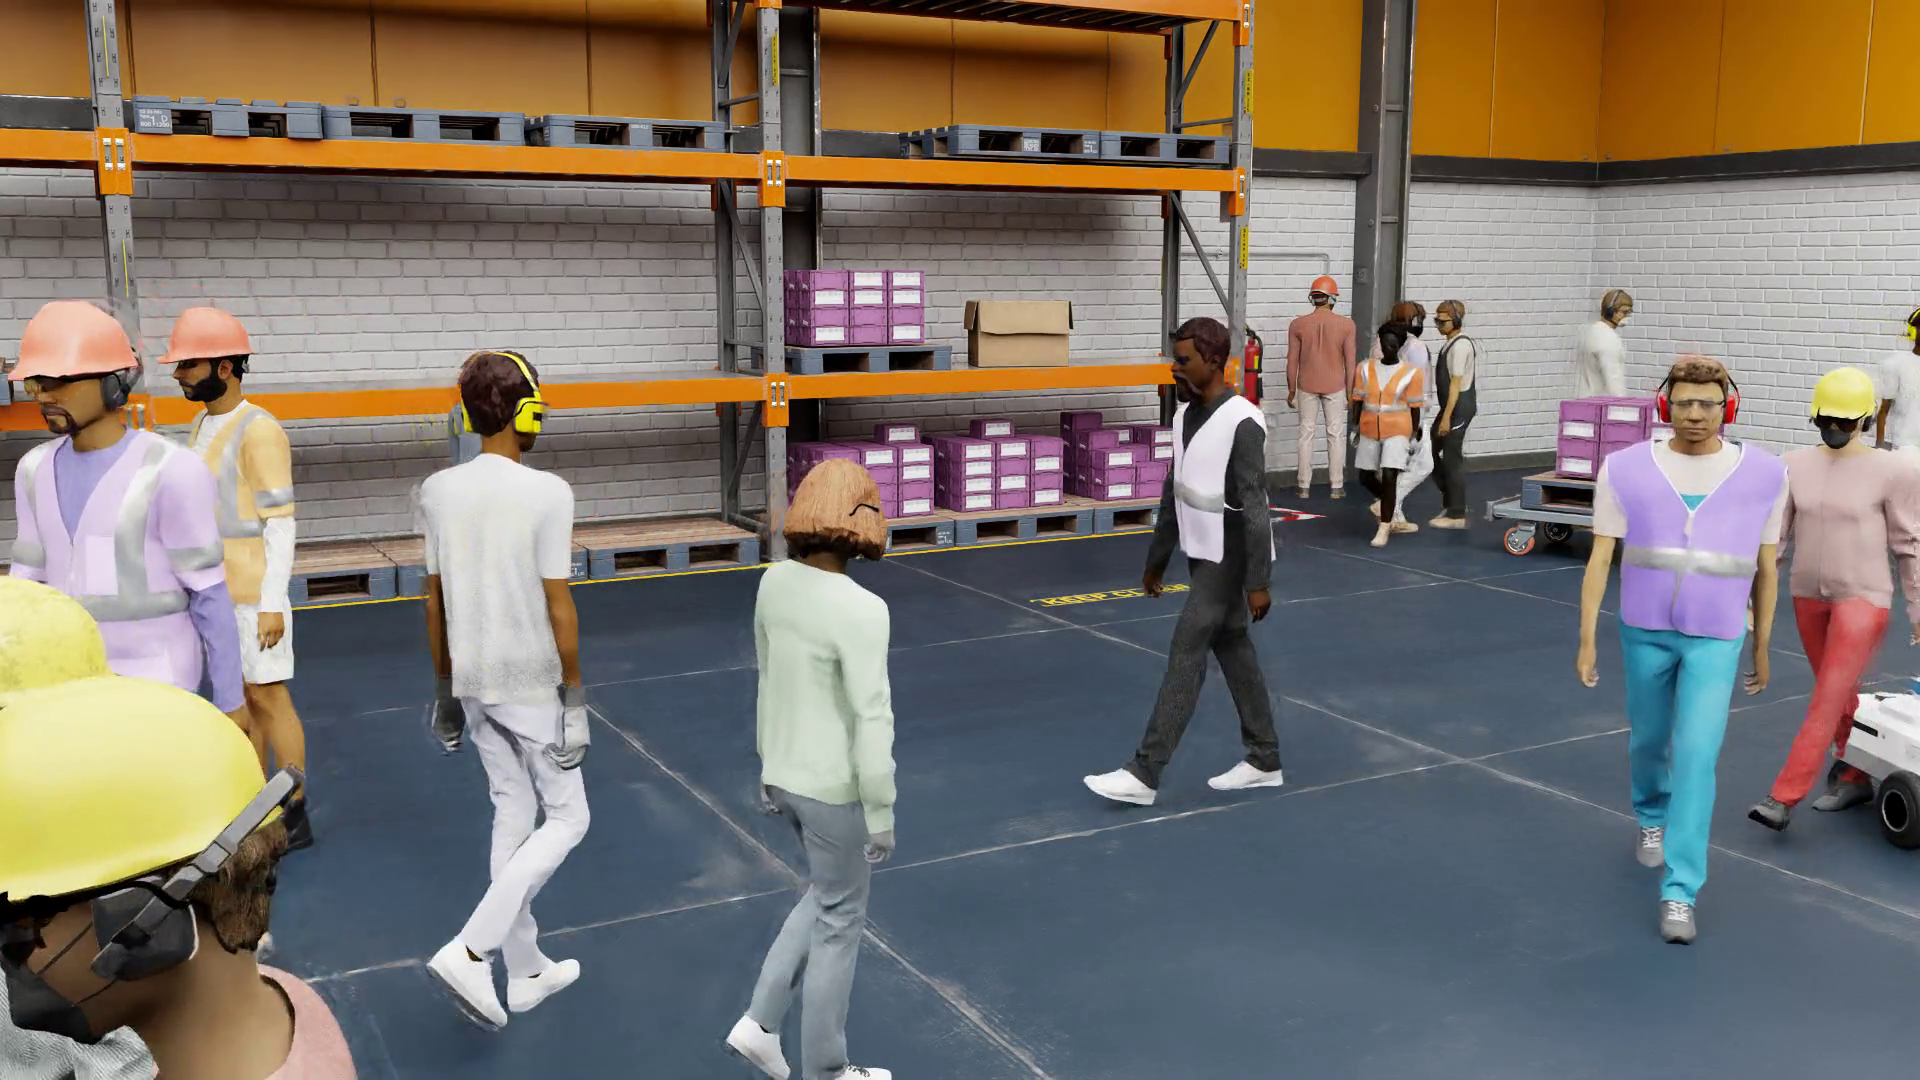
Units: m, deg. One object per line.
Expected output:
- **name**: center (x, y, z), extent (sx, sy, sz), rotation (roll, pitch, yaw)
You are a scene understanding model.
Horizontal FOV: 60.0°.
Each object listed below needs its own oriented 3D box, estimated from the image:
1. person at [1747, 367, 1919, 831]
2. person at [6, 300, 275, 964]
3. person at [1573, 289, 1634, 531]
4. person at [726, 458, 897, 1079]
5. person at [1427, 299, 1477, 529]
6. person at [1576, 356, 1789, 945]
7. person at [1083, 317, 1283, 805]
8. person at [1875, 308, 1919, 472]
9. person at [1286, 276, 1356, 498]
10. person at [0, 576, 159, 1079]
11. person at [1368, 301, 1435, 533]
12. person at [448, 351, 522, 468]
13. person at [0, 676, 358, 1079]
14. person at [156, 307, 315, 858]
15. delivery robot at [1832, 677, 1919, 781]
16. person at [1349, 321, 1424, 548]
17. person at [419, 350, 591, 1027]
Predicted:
- **person**: center (3.171, 0.227, 6.073), extent (0.911, 1.705, 0.556), rotation (-6, 11, -33)
- **person**: center (-2.258, 0.368, 4.422), extent (0.621, 1.981, 1.086), rotation (4, 10, 22)
- **person**: center (5.028, -0.984, 12.915), extent (0.523, 1.902, 0.654), rotation (3, 10, 19)
- **person**: center (-0.319, 0.604, 4.052), extent (0.367, 1.618, 0.525), rotation (-7, 12, -37)
- **person**: center (3.861, -0.985, 13.144), extent (0.402, 1.819, 0.538), rotation (1, 9, 4)
- **person**: center (2.341, 0.294, 5.429), extent (0.586, 1.801, 0.969), rotation (4, 10, 24)
- **person**: center (0.875, 0.088, 6.440), extent (0.966, 1.870, 0.612), rotation (-2, 10, -14)
- **person**: center (6.378, -0.641, 11.094), extent (0.539, 1.821, 0.976), rotation (-2, 9, -11)
- **person**: center (3.238, -1.364, 14.941), extent (0.612, 1.991, 0.392), rotation (2, 10, 13)
- **person**: center (-1.163, 0.883, 2.128), extent (0.811, 1.696, 0.495), rotation (-6, 11, -31)
- **person**: center (3.410, -0.931, 12.846), extent (0.461, 1.817, 0.628), rotation (-3, 10, -18)
- **person**: center (-2.543, -0.198, 8.946), extent (0.501, 1.630, 0.273), rotation (7, 12, 37)
- **person**: center (-0.610, 0.976, 1.422), extent (0.606, 1.733, 0.648), rotation (-4, 10, -26)
- **person**: center (-2.533, 0.163, 5.795), extent (0.550, 1.935, 0.376), rotation (8, 12, 41)
- **delivery robot**: center (3.563, 0.750, 6.139), extent (0.477, 0.478, 0.707), rotation (-1, 9, -4)
- **person**: center (3.214, -0.808, 12.466), extent (0.531, 1.680, 0.608), rotation (6, 11, 33)
- **person**: center (-1.241, 0.422, 4.492), extent (0.542, 1.844, 0.521), rotation (5, 10, 26)
